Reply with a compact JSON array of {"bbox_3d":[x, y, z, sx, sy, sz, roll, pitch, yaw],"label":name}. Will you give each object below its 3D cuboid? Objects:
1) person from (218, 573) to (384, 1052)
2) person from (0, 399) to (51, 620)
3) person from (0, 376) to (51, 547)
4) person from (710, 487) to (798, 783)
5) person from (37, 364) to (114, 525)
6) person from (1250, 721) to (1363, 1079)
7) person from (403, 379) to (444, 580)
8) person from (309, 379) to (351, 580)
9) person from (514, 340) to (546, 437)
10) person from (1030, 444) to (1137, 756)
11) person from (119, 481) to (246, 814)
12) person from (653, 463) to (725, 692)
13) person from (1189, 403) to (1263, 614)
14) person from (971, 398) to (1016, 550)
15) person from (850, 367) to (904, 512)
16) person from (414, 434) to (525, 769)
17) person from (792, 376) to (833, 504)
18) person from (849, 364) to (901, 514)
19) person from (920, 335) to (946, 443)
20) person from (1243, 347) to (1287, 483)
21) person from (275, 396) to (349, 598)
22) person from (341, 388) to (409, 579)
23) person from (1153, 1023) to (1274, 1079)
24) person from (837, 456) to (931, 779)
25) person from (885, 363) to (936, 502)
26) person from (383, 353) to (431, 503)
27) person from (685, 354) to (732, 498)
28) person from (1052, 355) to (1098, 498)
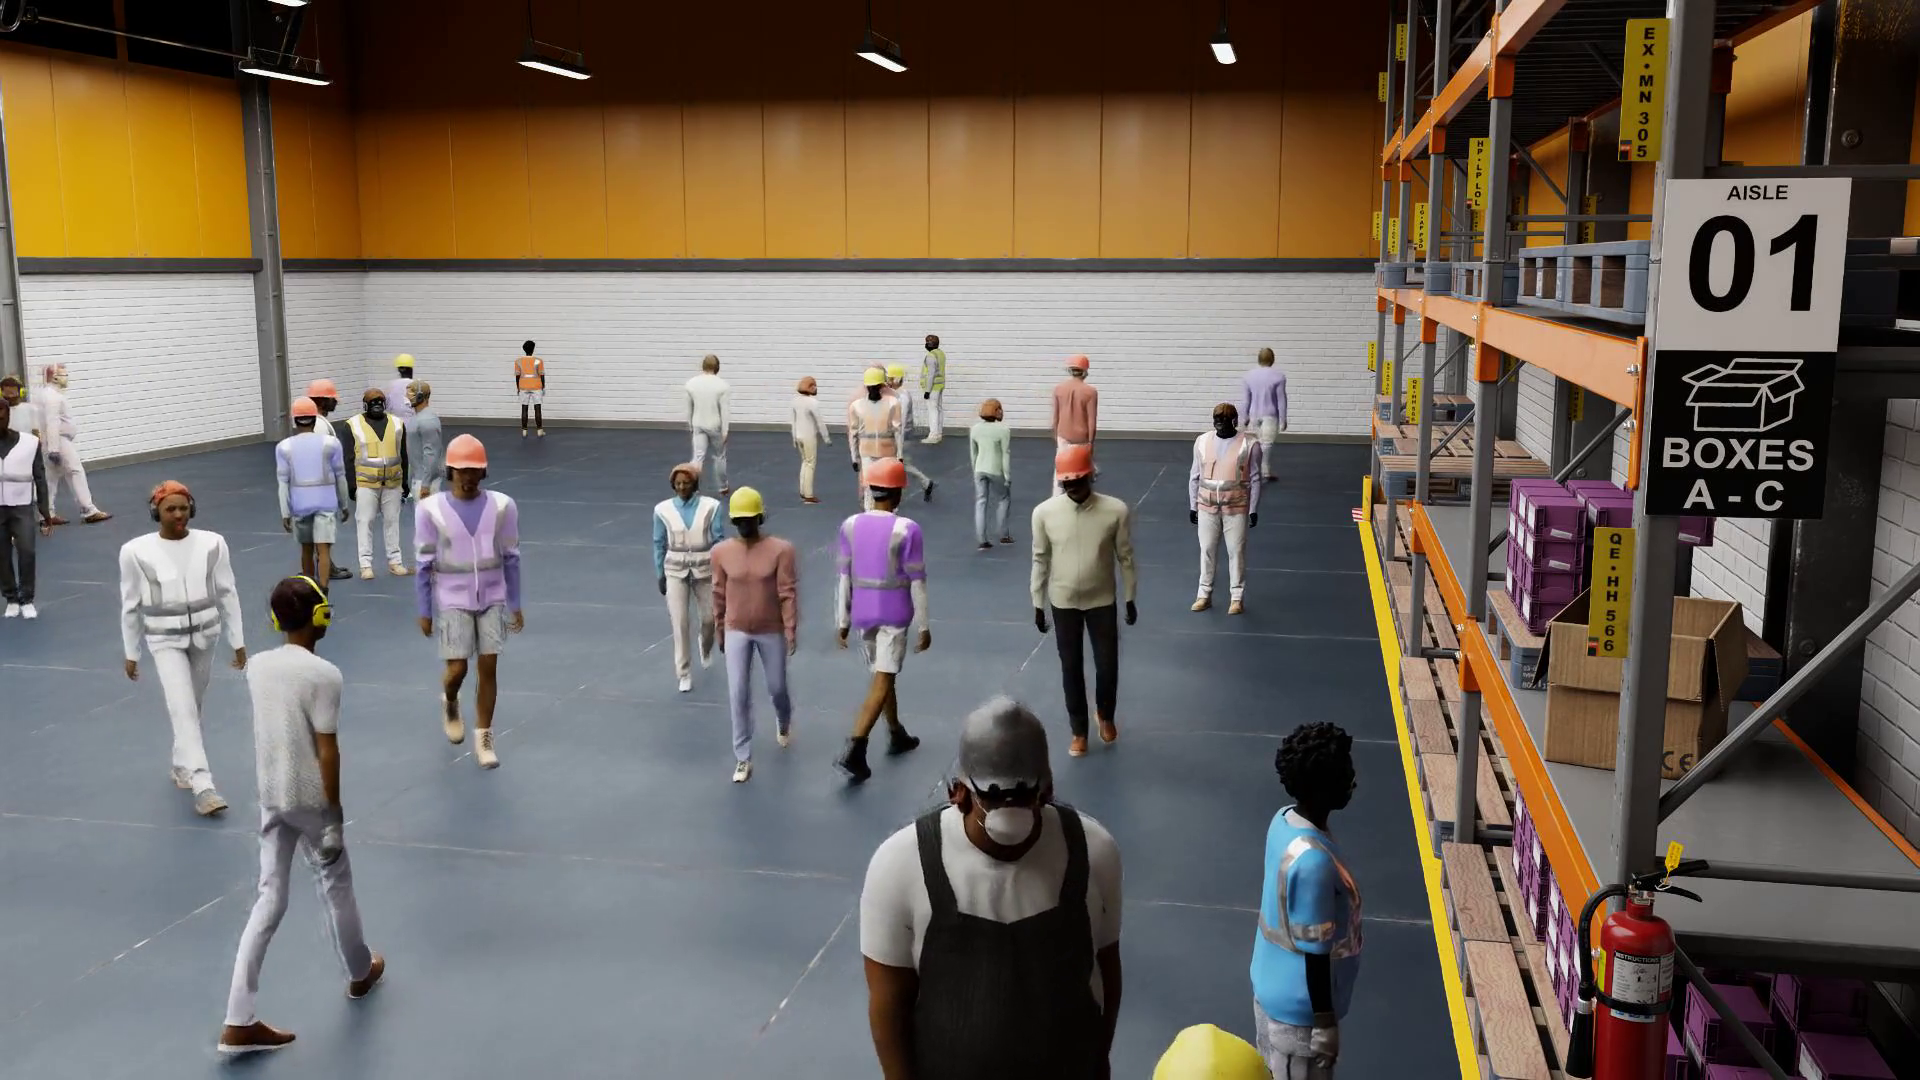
[{"bbox_3d":[-2.617,1.055,6.560,0.510,1.820,0.916,3,10,18],"label":"person"},{"bbox_3d":[-8.118,-0.251,14.169,0.639,1.890,0.703,-5,11,-26],"label":"person"},{"bbox_3d":[-10.192,-0.867,18.052,0.518,1.839,0.748,-3,10,-15],"label":"person"},{"bbox_3d":[-1.219,0.519,9.984,0.529,1.737,0.714,0,9,0],"label":"person"},{"bbox_3d":[-10.360,-1.112,19.393,0.863,1.872,0.680,-6,11,-34],"label":"person"},{"bbox_3d":[1.037,1.371,4.987,0.319,1.697,0.532,0,9,1],"label":"person"},{"bbox_3d":[-5.168,-0.584,16.041,0.372,1.940,0.630,-4,10,-25],"label":"person"},{"bbox_3d":[-6.100,-0.583,16.060,0.381,1.935,0.561,-5,11,-26],"label":"person"},{"bbox_3d":[-7.561,-2.664,29.295,0.540,1.696,0.315,0,9,-2],"label":"person"},{"bbox_3d":[0.750,0.375,10.192,0.654,1.961,0.547,1,9,6],"label":"person"},{"bbox_3d":[-4.353,0.580,9.366,0.596,1.829,0.974,-9,13,-42],"label":"person"},{"bbox_3d":[-1.947,0.240,12.001,0.522,1.621,0.623,-2,10,-10],"label":"person"},{"bbox_3d":[2.291,-0.275,14.472,0.634,1.842,0.429,4,10,24],"label":"person"},{"bbox_3d":[0.378,-0.714,17.769,0.531,1.607,0.645,6,11,31],"label":"person"},{"bbox_3d":[-0.927,-0.982,18.542,0.599,1.904,0.707,-1,9,-4],"label":"person"},{"bbox_3d":[-2.981,0.356,10.108,0.618,2.025,0.579,-5,11,-28],"label":"person"},{"bbox_3d":[-1.895,-1.269,21.109,0.369,1.628,0.516,-8,12,-39],"label":"person"},{"bbox_3d":[-0.999,-1.158,19.768,0.669,1.854,1.010,-3,10,-16],"label":"person"},{"bbox_3d":[-0.470,-2.565,28.268,0.429,1.845,0.621,3,10,18],"label":"person"},{"bbox_3d":[4.151,-1.694,22.822,0.635,1.914,0.899,9,13,43],"label":"person"},{"bbox_3d":[-5.631,-0.297,14.450,0.547,1.904,0.936,-2,10,-13],"label":"person"},{"bbox_3d":[-5.640,-0.552,16.138,0.626,1.844,0.429,-7,12,-37],"label":"person"},{"bbox_3d":[0.480,1.697,2.752,0.624,1.788,0.471,7,12,36],"label":"person"},{"bbox_3d":[-0.486,0.455,9.951,0.566,1.898,0.967,5,11,28],"label":"person"},{"bbox_3d":[-0.716,-1.310,20.795,0.717,1.813,0.597,-3,10,-18],"label":"person"},{"bbox_3d":[-7.105,-1.435,21.315,0.587,1.899,0.829,2,10,10],"label":"person"},{"bbox_3d":[-3.222,-1.426,21.267,0.639,1.893,1.012,2,10,12],"label":"person"},{"bbox_3d":[1.367,-1.270,20.166,0.623,1.953,1.005,5,11,26],"label":"person"}]
